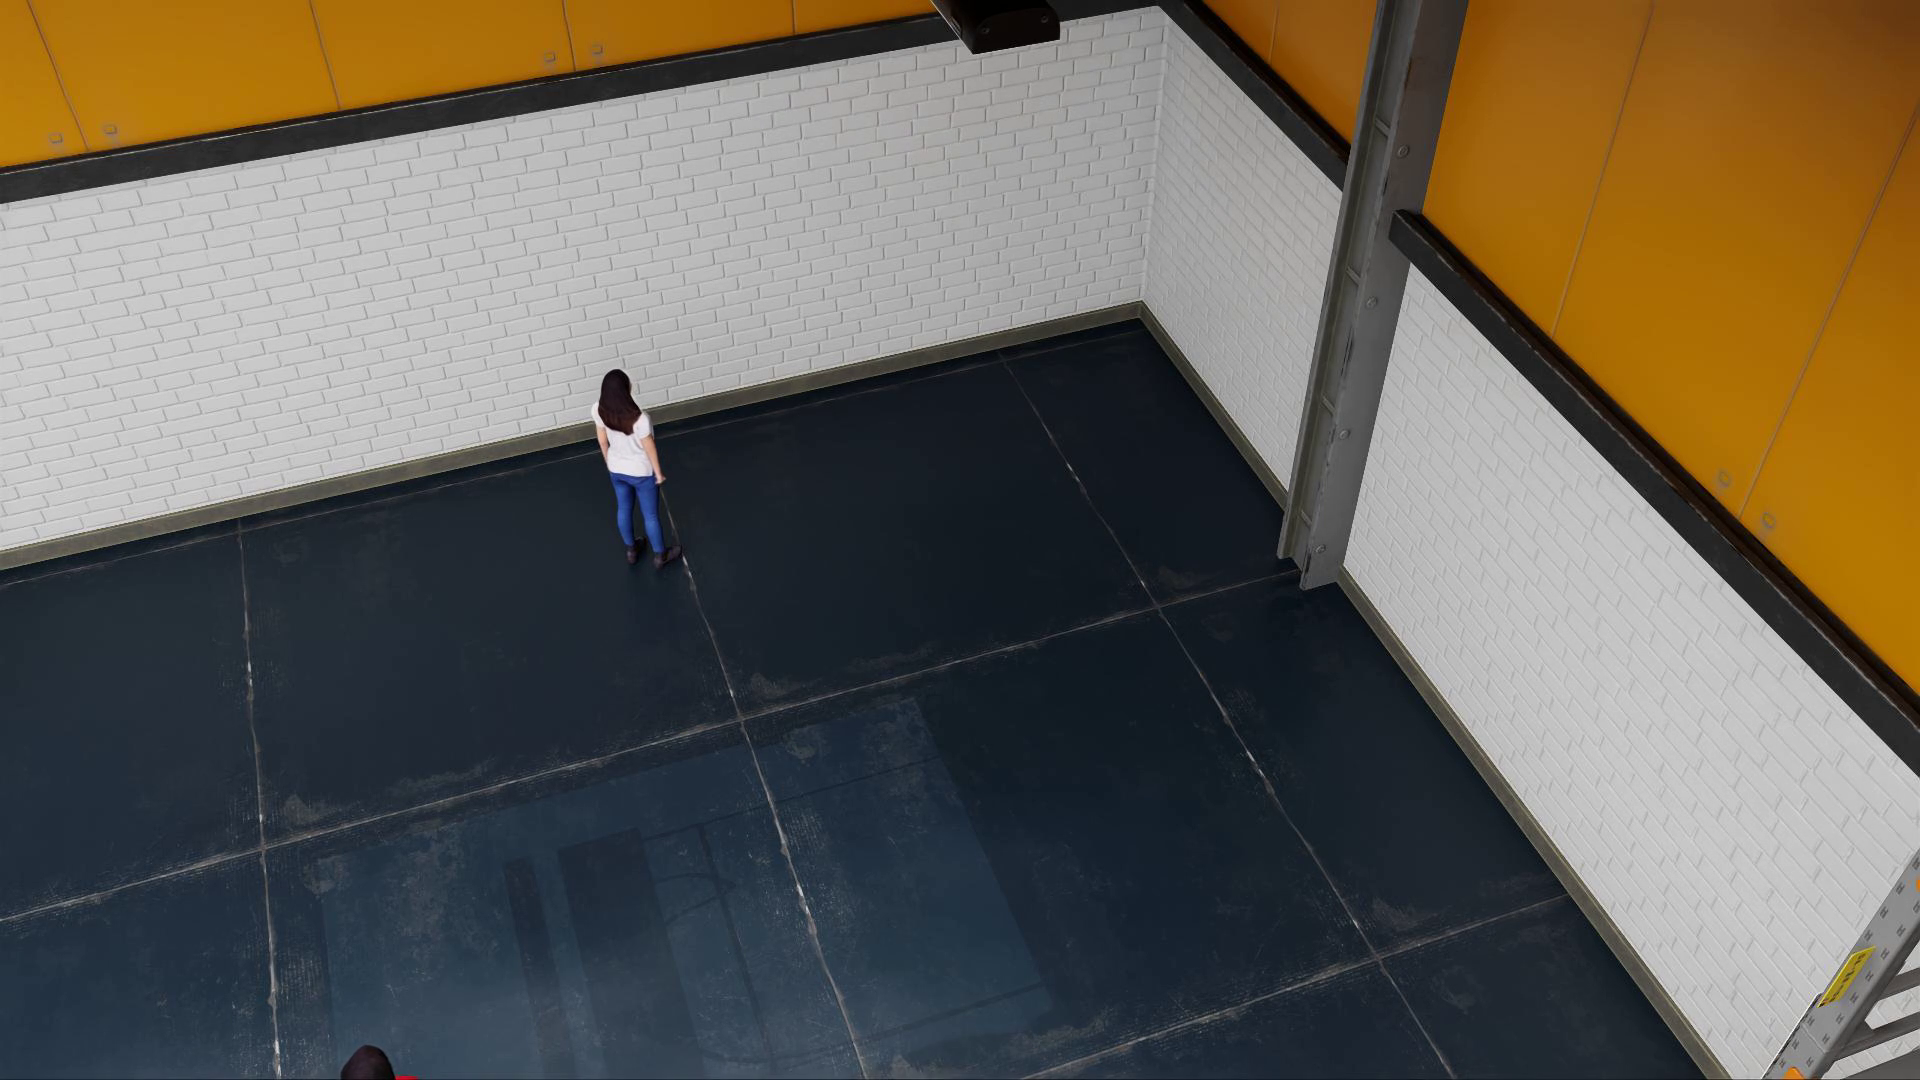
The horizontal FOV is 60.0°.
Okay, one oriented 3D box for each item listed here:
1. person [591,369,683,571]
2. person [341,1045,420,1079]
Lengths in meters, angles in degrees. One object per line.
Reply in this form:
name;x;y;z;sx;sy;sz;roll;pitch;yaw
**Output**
person;-2.244;-0.466;11.389;0.678;1.684;0.731;17;46;17
person;-2.592;2.881;7.833;0.578;1.744;0.511;-11;45;-11
